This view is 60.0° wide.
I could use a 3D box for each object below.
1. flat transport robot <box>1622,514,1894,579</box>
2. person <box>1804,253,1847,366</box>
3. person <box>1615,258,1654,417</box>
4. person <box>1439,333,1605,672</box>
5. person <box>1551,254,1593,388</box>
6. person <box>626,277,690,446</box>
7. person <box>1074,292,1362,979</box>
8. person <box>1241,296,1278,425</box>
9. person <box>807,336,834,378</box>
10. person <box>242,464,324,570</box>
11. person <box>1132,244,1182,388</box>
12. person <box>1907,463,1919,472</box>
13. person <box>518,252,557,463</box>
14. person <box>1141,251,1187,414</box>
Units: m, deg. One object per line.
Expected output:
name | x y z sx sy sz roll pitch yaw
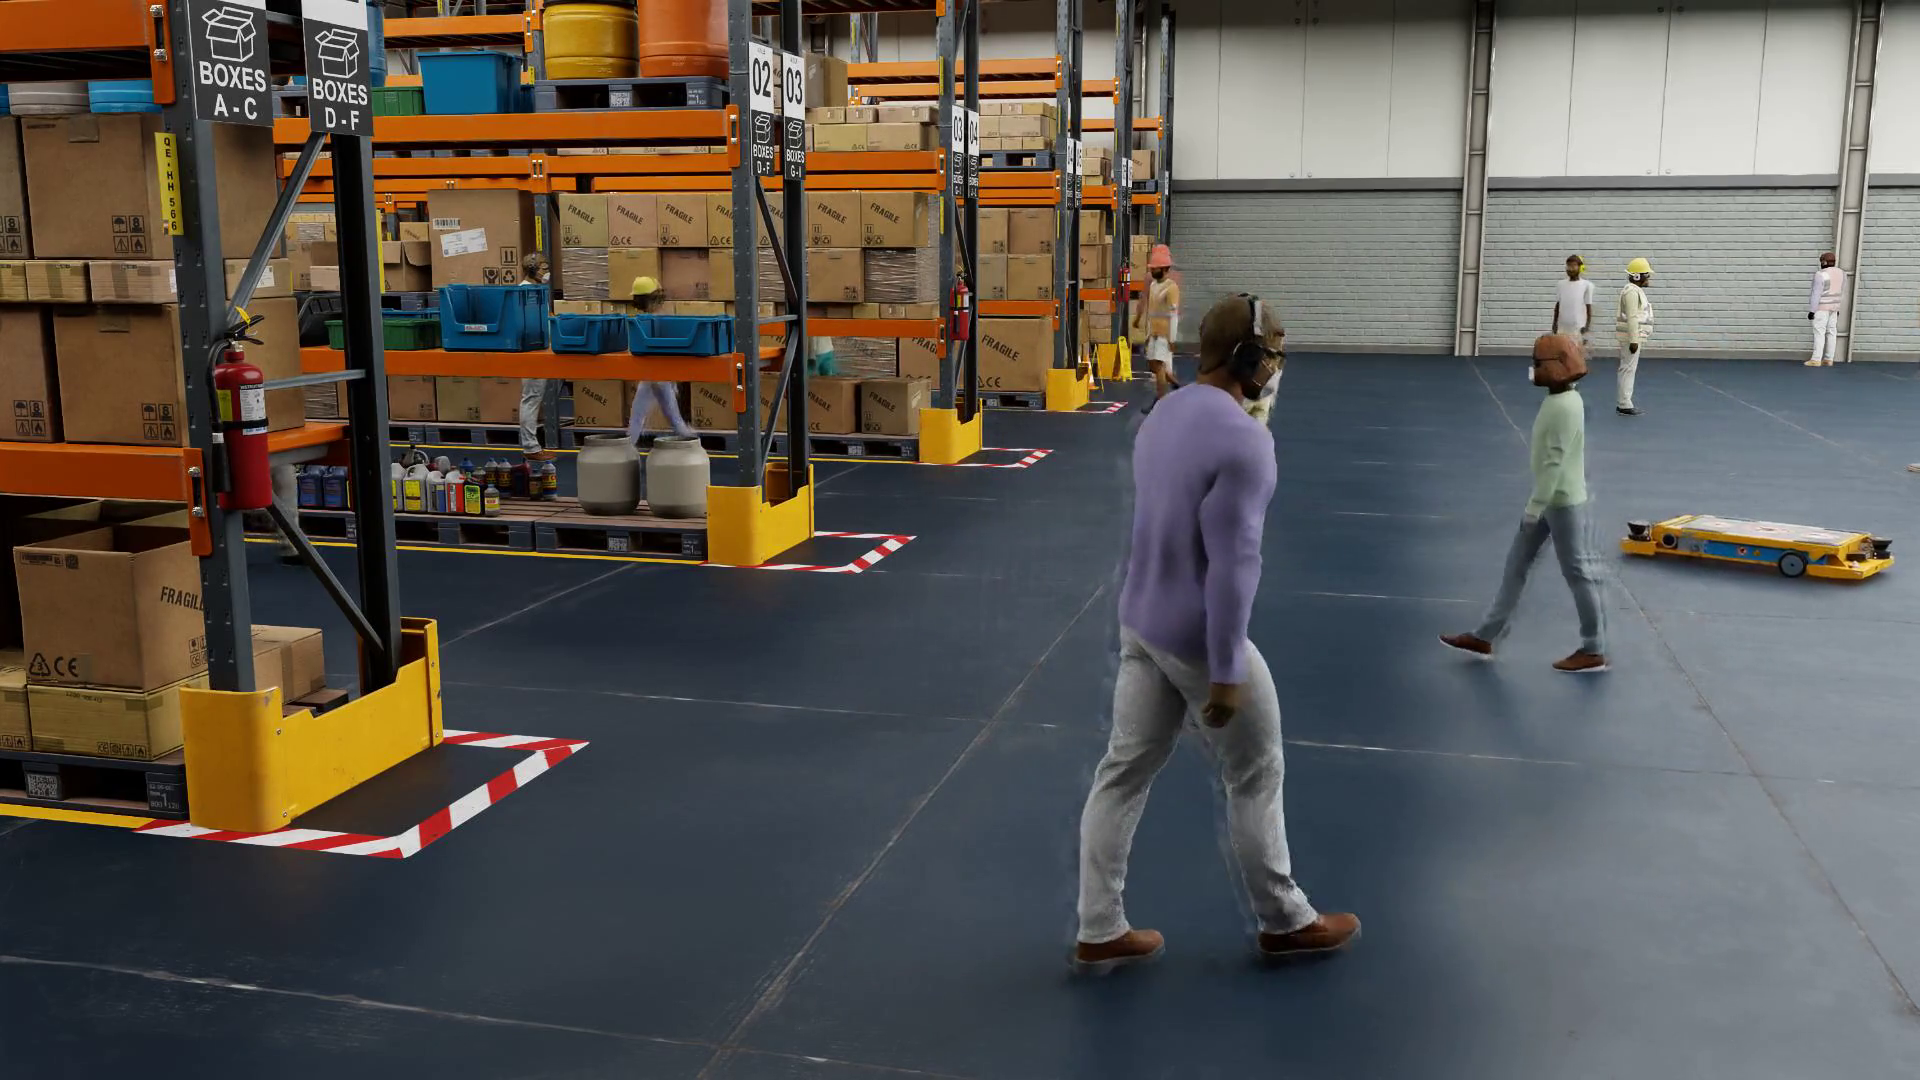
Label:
flat transport robot | 5.030 0.023 10.516 1.431 0.197 0.652 10 14 42
person | 14.045 -3.740 27.027 0.624 1.840 0.429 -4 11 -20
person | 7.856 -2.360 19.387 0.403 1.834 0.588 3 11 18
person | 2.709 -0.167 7.862 0.813 1.593 0.515 2 10 10
person | 7.689 -2.660 20.969 0.413 1.860 0.544 -9 13 -40
person | -2.749 -1.440 14.619 0.920 1.716 0.552 0 10 0
person | 0.726 0.275 4.607 0.930 1.887 0.664 -4 11 -22
person | 2.219 -1.062 12.788 0.504 1.622 0.379 -3 11 -18
person | -1.573 -1.954 17.377 0.711 1.740 0.544 4 11 20
person | -4.373 -0.690 10.204 0.751 1.810 0.596 2 10 8
person | 2.748 -3.082 22.968 0.638 1.984 0.460 -7 12 -32
person | 8.570 -1.487 14.419 0.355 1.883 0.575 1 10 7
person | -3.926 -1.673 15.314 0.356 1.933 0.626 -3 11 -16
person | 2.433 -2.441 19.603 0.598 1.919 0.561 -4 11 -19
